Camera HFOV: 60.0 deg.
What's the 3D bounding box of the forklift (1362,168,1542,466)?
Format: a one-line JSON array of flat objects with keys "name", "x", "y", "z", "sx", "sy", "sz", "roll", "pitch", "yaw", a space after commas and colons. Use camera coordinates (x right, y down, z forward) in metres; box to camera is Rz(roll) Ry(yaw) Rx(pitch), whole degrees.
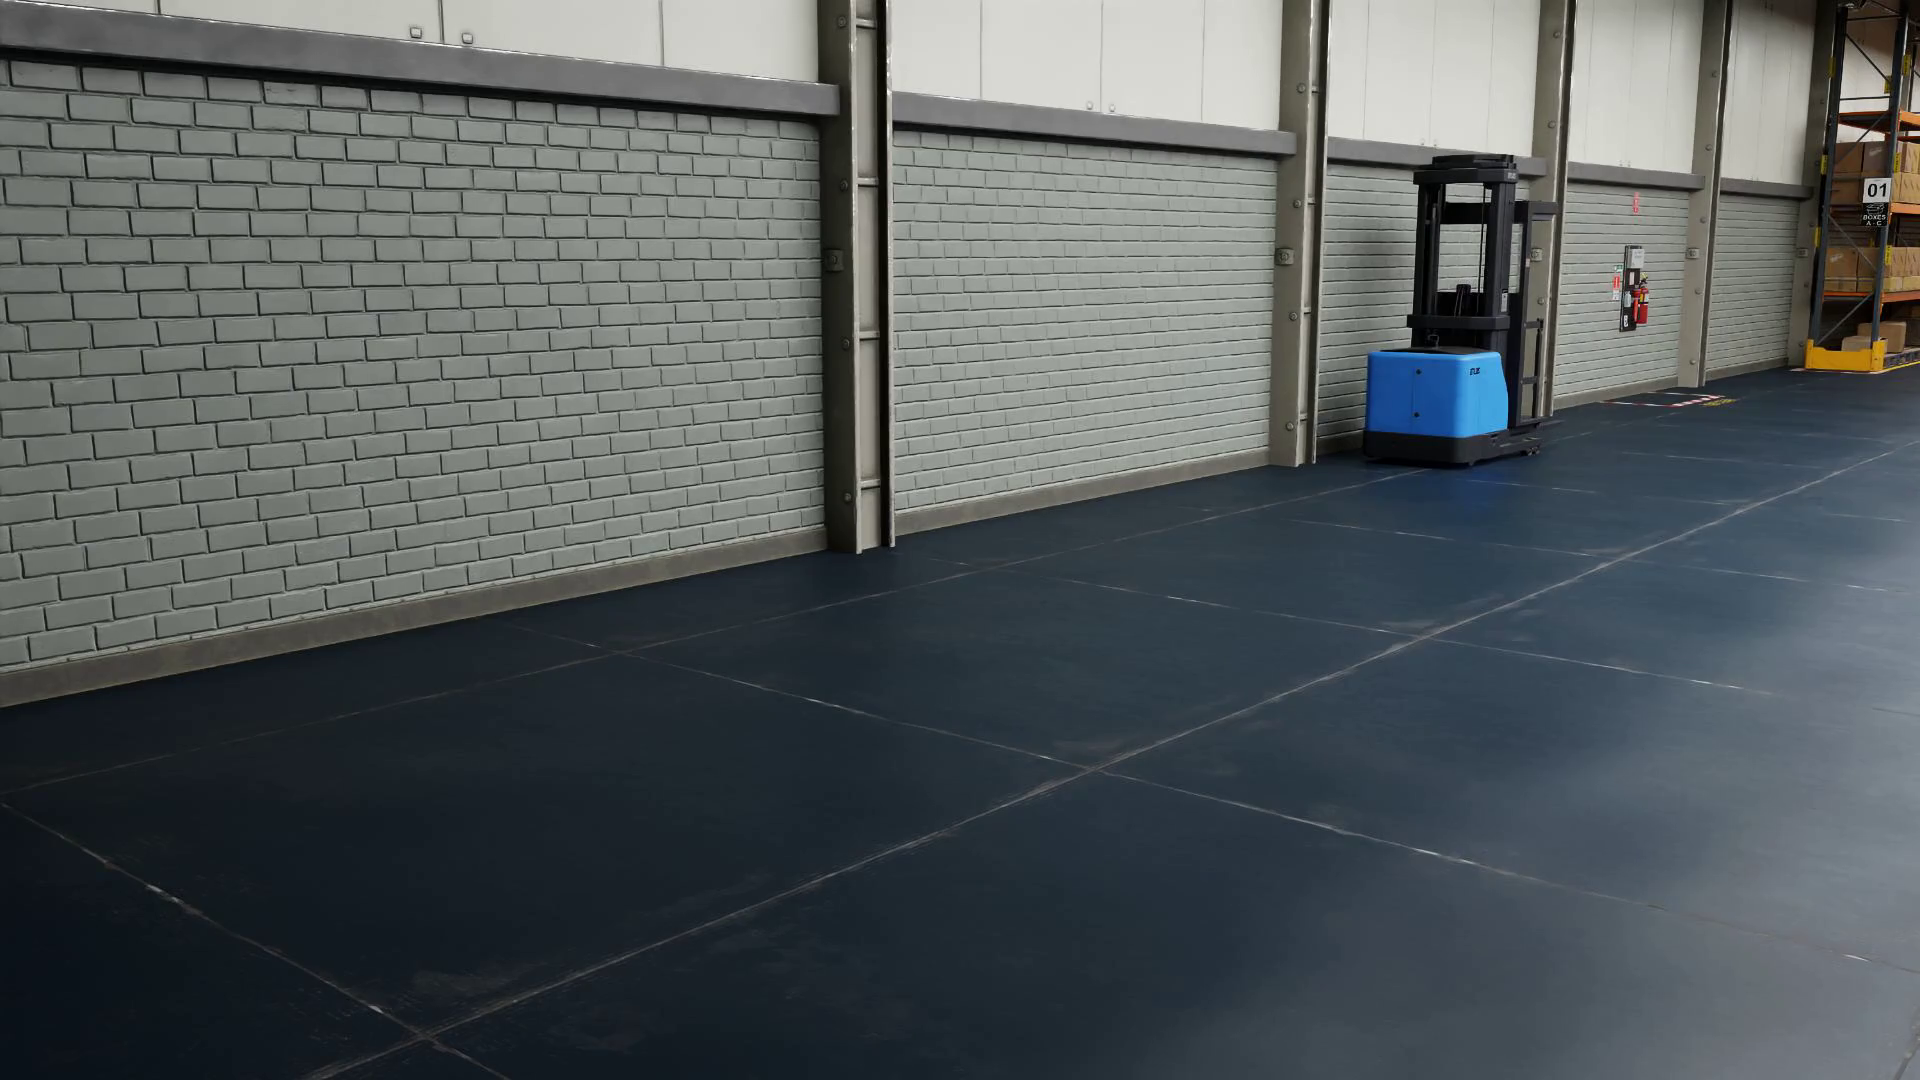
[{"name": "forklift", "x": 4.875, "y": -2.212, "z": 16.287, "sx": 1.129, "sy": 2.768, "sz": 1.873, "roll": 8, "pitch": 13, "yaw": 40}]
